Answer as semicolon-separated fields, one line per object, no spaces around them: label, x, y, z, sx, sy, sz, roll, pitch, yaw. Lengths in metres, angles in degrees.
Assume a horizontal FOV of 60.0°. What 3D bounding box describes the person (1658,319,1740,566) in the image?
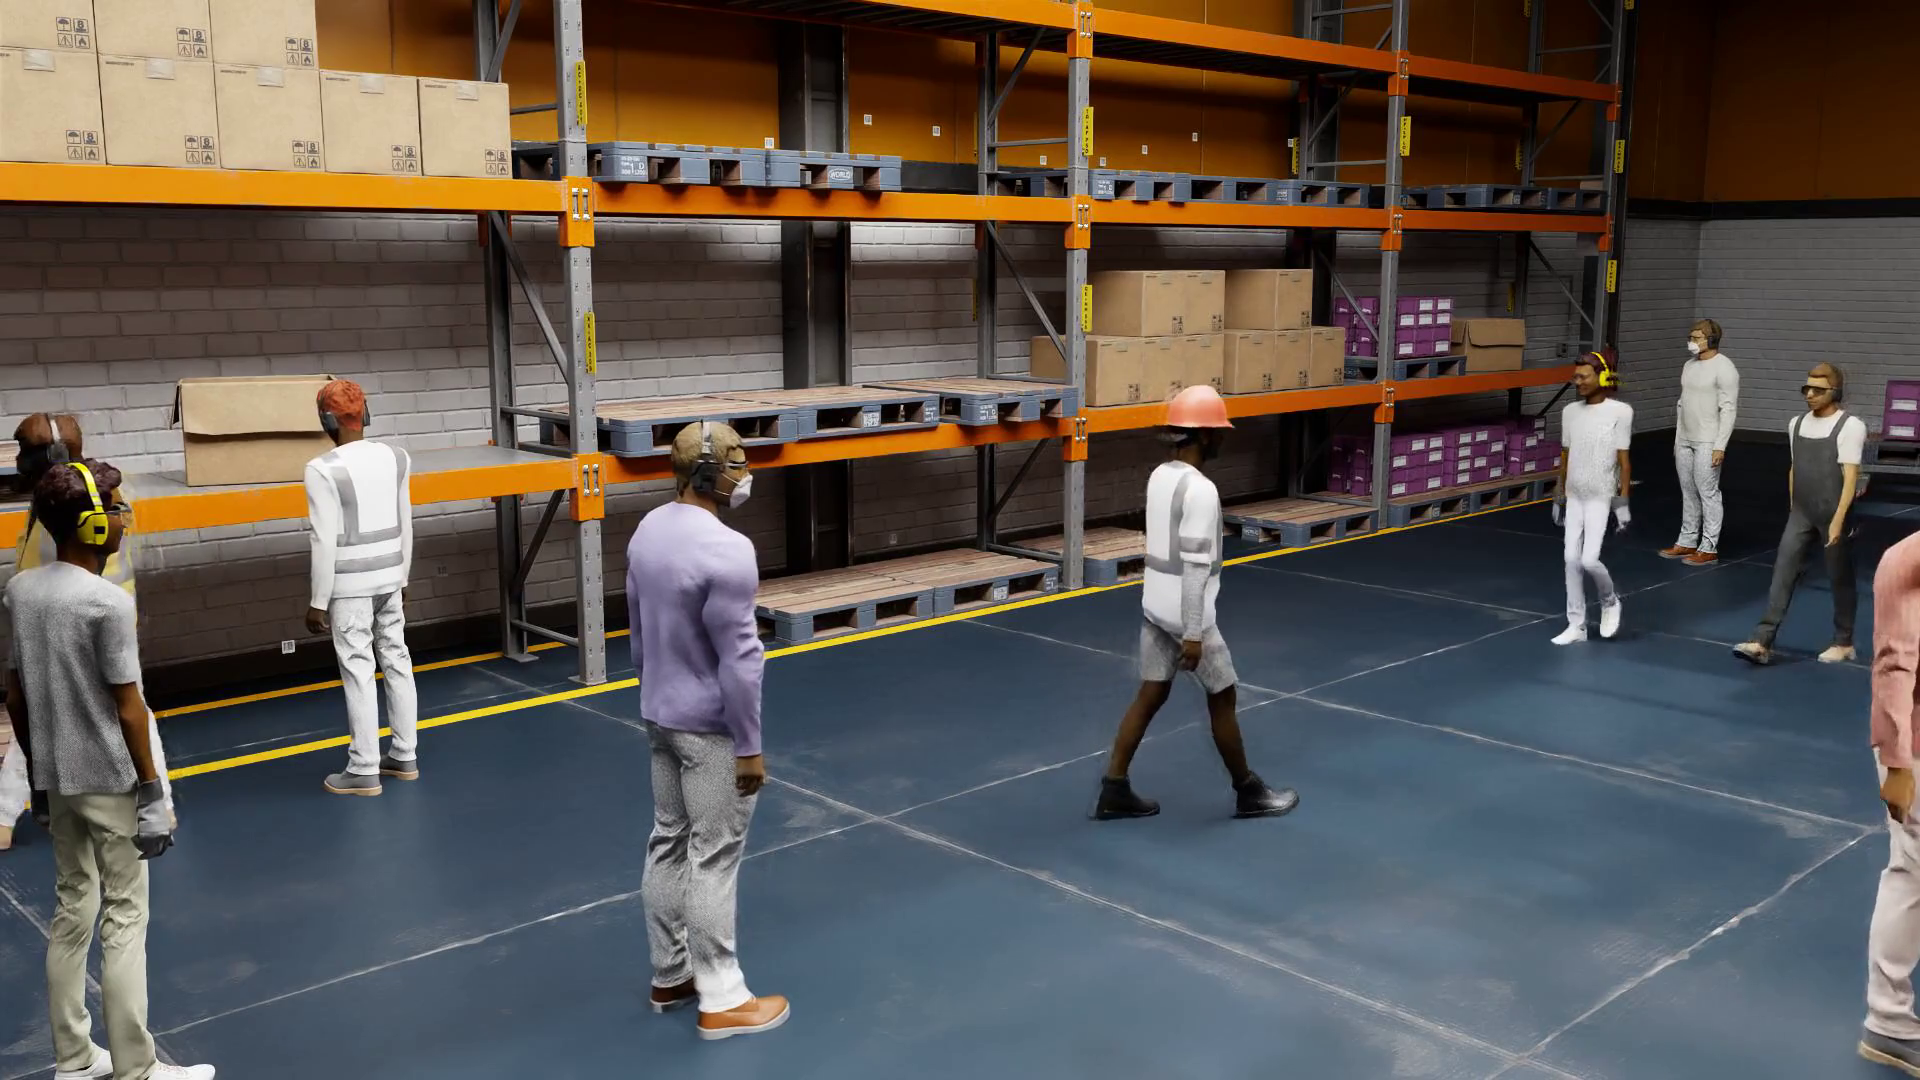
person;5.854;-0.771;13.147;0.359;1.938;0.635;-2;10;-9

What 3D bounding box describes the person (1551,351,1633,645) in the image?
person;3.929;-0.249;10.355;0.443;1.848;0.544;-7;12;-34

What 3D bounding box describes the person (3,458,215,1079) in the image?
person;-2.456;0.701;4.741;0.532;1.869;0.311;5;11;25

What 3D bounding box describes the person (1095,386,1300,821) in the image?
person;1.005;0.287;7.116;0.904;1.892;0.564;-3;10;-17

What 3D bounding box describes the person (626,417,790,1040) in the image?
person;-0.810;0.584;5.226;0.369;1.936;0.630;-8;12;-38

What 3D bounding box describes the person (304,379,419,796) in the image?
person;-2.711;0.215;7.535;0.355;1.887;0.572;5;11;27

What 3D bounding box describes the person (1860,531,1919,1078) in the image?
person;2.963;0.613;4.927;0.639;1.980;0.436;-3;10;-17

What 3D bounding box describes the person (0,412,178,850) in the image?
person;-3.693;0.394;6.725;0.919;1.798;0.659;-8;13;-40

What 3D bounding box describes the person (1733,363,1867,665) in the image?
person;5.009;-0.129;9.793;0.954;1.800;0.535;-5;11;-28
